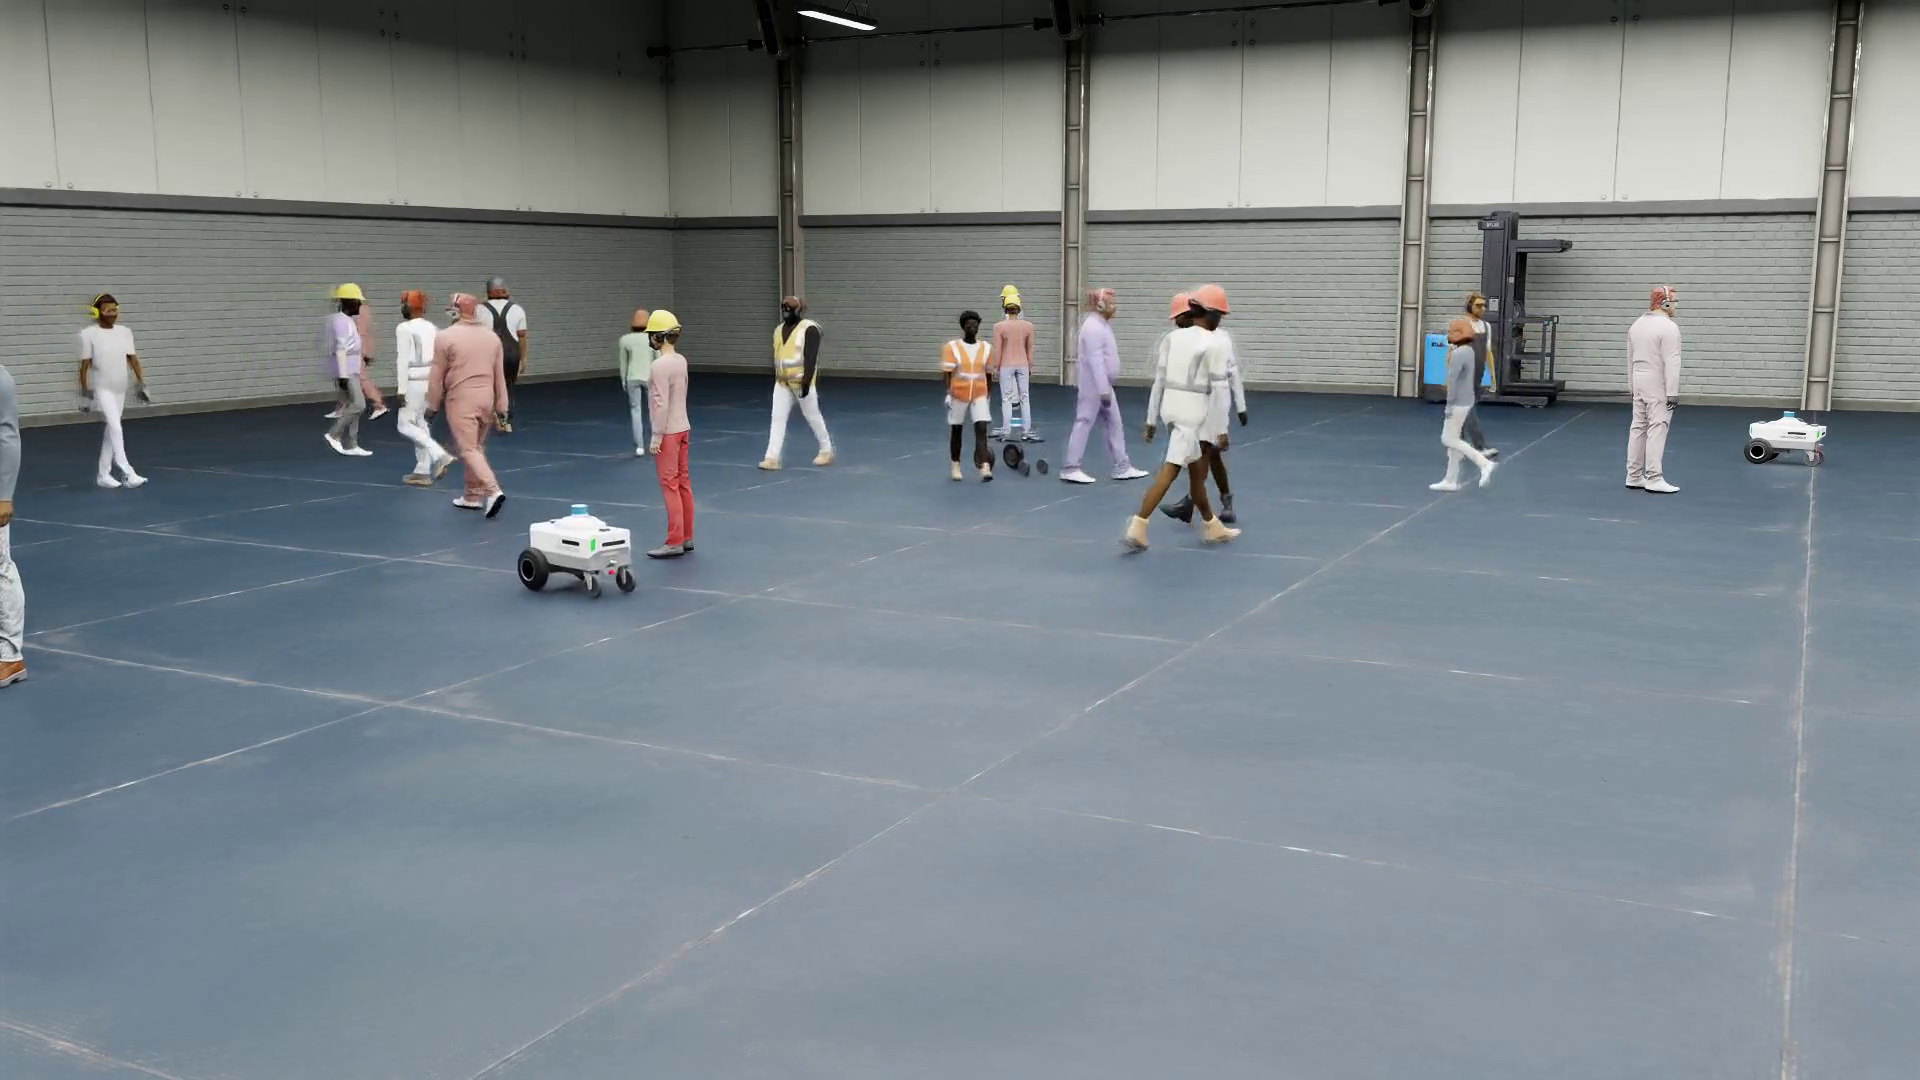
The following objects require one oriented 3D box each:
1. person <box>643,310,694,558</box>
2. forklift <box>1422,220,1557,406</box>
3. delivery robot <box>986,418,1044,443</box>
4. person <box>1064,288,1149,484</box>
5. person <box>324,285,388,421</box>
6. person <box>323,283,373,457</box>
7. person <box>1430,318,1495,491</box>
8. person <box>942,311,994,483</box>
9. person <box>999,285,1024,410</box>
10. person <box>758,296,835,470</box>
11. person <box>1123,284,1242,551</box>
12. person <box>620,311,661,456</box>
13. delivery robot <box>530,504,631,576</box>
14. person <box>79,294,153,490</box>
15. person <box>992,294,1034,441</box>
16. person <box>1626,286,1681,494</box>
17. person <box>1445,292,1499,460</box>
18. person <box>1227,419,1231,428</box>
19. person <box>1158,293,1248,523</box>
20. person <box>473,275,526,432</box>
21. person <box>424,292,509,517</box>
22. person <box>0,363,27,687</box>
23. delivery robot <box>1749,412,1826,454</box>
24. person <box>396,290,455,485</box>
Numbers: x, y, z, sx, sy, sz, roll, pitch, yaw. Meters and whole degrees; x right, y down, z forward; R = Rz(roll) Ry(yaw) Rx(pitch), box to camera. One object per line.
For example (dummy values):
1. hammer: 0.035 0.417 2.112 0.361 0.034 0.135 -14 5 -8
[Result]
1. person: -2.115 -0.765 11.979 0.315 1.767 0.535 2 9 11
2. forklift: 8.245 -3.527 25.720 1.873 2.768 1.129 5 10 27
3. delivery robot: 0.557 -1.133 17.015 0.335 0.223 0.698 -8 12 -41
4. person: 1.427 -1.472 16.023 0.904 1.865 0.670 2 9 14
5. person: -8.342 -2.586 22.917 0.969 1.867 0.656 1 9 5
6. person: -6.711 -1.860 18.275 0.439 1.911 0.614 -1 9 -7
7. person: 4.676 -1.247 15.403 0.533 1.616 0.517 5 10 28
8. person: 0.092 -1.373 16.061 0.551 1.657 0.862 -2 9 -13
9. person: 0.752 -2.853 24.651 0.404 1.834 0.591 2 9 14
10. person: -1.695 -1.649 17.362 0.623 1.801 0.979 6 11 35
11. person: 1.632 -0.897 12.258 1.122 1.960 0.618 -6 11 -31
12. person: -3.551 -1.765 18.647 0.513 1.592 0.820 -1 9 -3
13. delivery robot: -2.452 0.014 10.745 0.707 0.478 0.477 8 12 40
14. person: -7.909 -1.384 15.630 0.915 1.826 0.494 5 10 26
15. person: 0.634 -2.073 20.055 0.526 1.765 0.329 -3 10 -17
16. person: 6.494 -1.404 15.492 0.403 1.906 0.651 -2 9 -12
17. person: 5.560 -1.734 17.807 0.539 1.809 0.885 -5 10 -28
18. person: 3.112 -2.132 20.773 0.796 1.649 0.550 -3 10 -20
19. person: 1.971 -1.072 13.563 0.844 1.866 0.607 -7 11 -37
20. person: -5.826 -2.347 21.025 0.679 2.000 0.893 -4 10 -22
21. person: -4.102 -1.147 14.015 0.894 1.872 0.640 6 11 33
22. person: -4.906 -0.240 8.208 0.629 1.940 0.377 3 10 20
23. delivery robot: 8.861 -1.131 17.804 0.707 0.478 0.477 7 12 37
24. person: -5.137 -1.451 15.894 0.540 1.868 0.598 3 10 16
